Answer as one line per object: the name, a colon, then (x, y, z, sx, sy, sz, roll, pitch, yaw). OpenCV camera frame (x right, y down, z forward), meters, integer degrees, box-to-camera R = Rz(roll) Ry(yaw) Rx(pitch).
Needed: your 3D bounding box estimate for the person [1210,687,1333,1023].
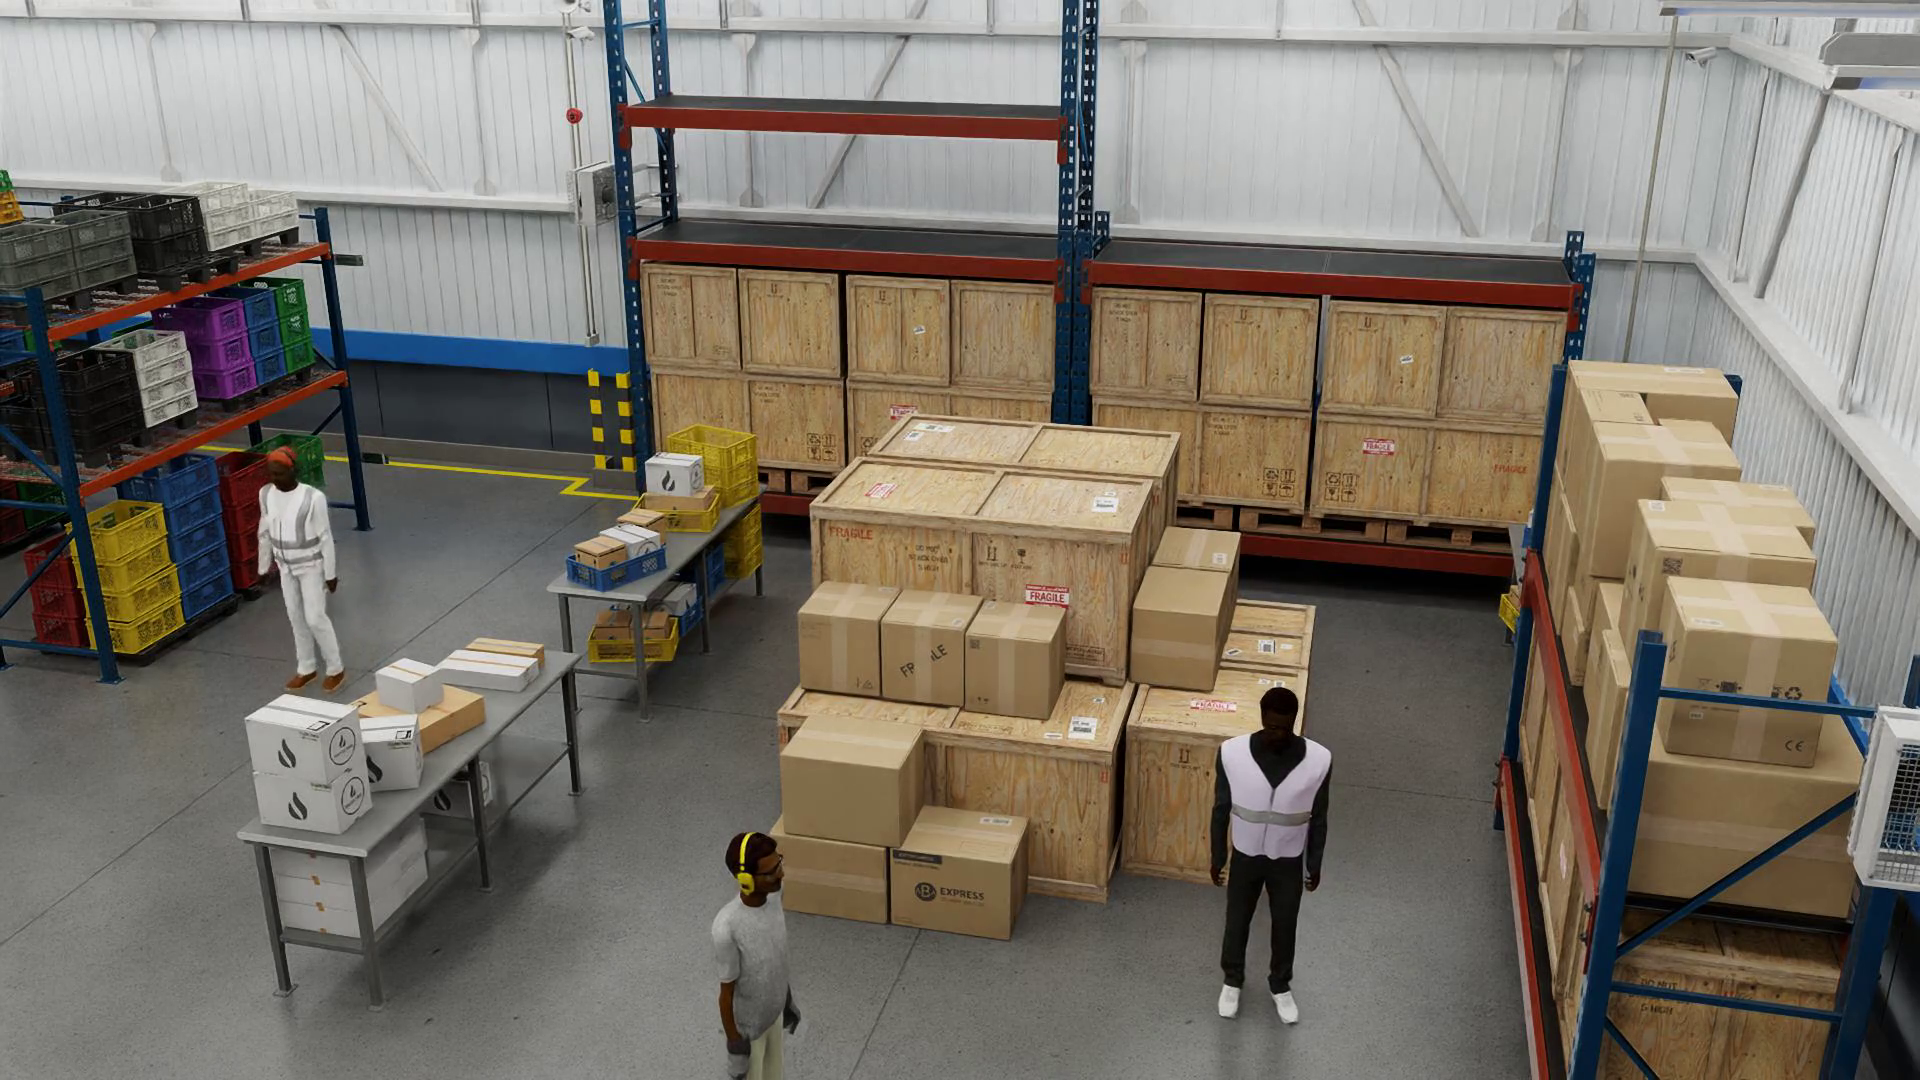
person: (1.576, 1.599, 8.546, 0.585, 1.912, 0.383, 3, 21, 7)

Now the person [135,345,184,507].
person: (-7.229, -0.906, 15.063, 0.360, 1.938, 0.637, 1, 21, 1)

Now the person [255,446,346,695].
person: (-4.865, 0.220, 12.200, 0.592, 1.884, 0.416, 9, 23, 22)

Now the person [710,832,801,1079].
person: (-0.863, 2.104, 7.274, 0.323, 1.876, 0.528, 8, 22, 21)
